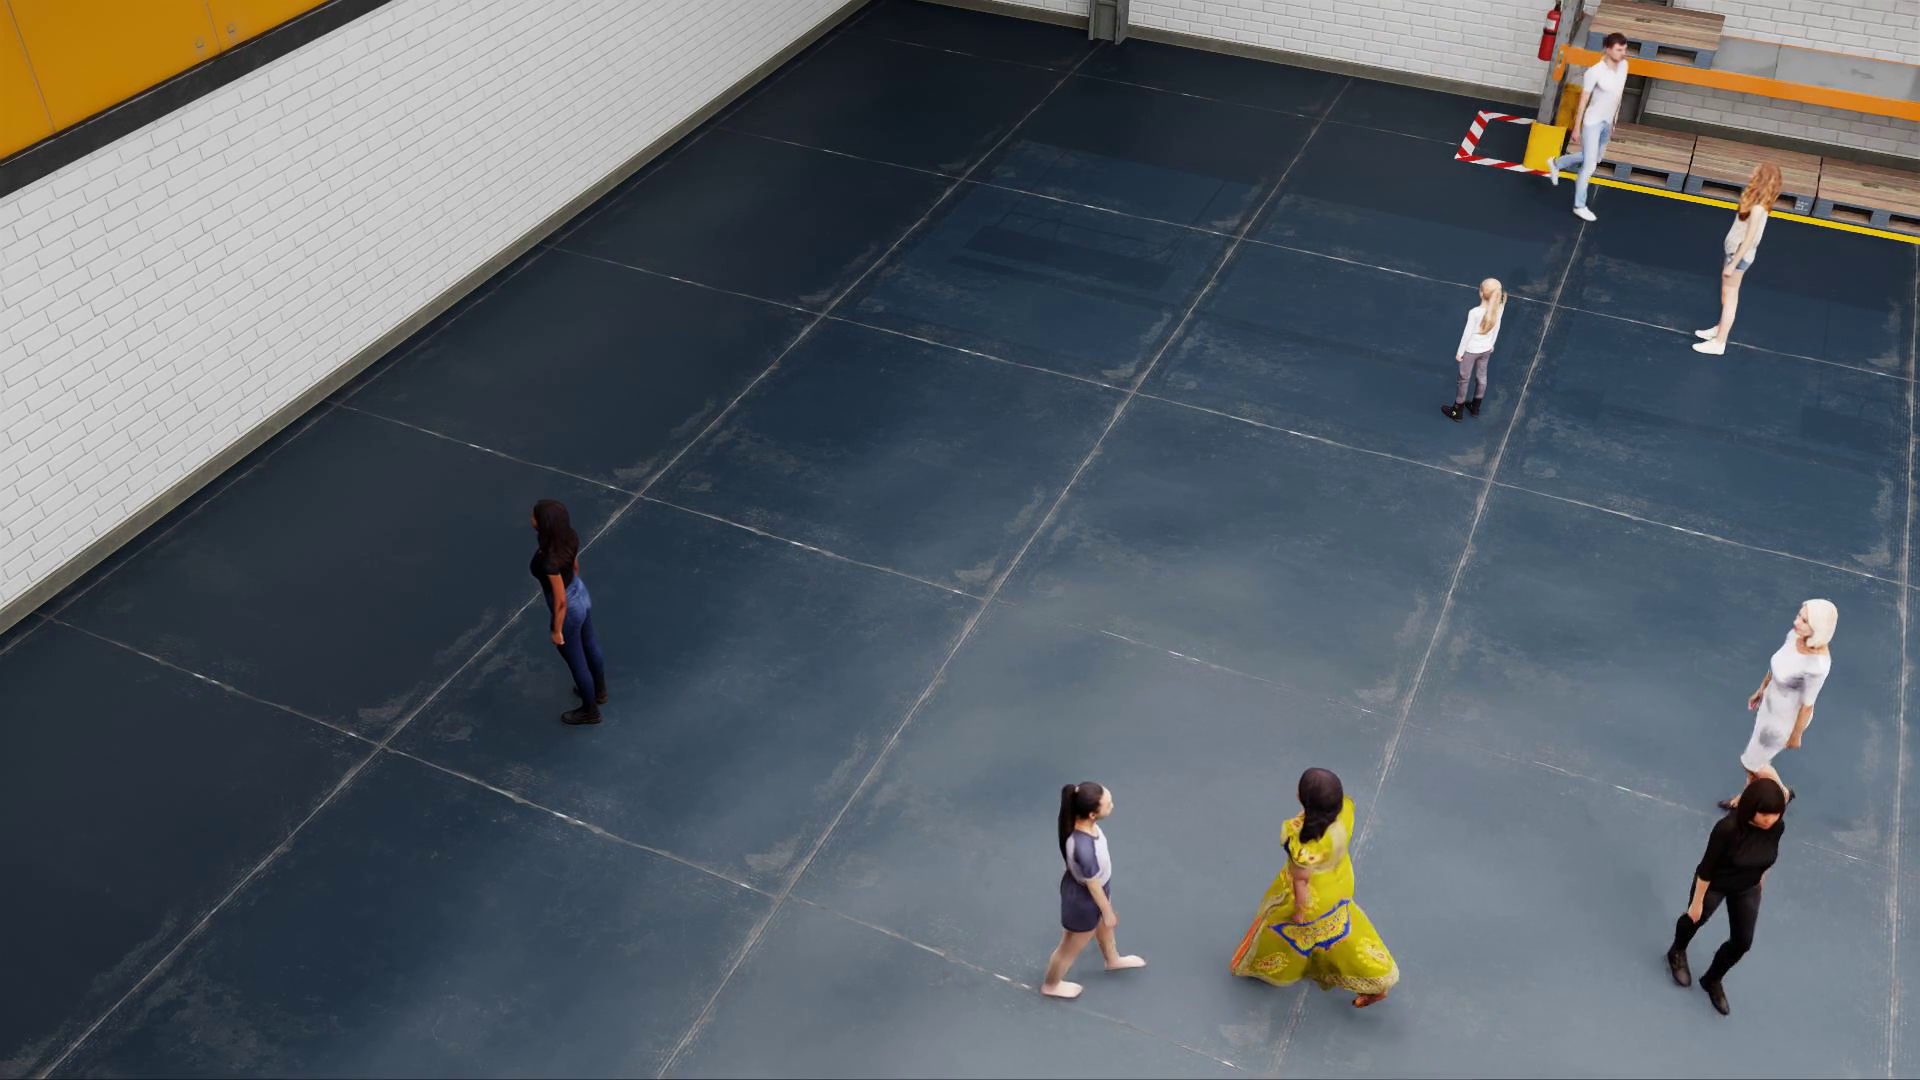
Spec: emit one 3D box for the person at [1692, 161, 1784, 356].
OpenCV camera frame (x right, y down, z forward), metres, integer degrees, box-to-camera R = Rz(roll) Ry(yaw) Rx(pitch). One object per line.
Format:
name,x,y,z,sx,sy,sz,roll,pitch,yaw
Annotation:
person,6.643,-2.395,14.145,0.508,1.759,0.570,18,42,21

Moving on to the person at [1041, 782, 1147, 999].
person,0.581,1.901,8.868,0.931,1.631,0.799,0,39,0

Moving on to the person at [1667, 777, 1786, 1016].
person,4.102,1.806,8.993,0.765,1.623,0.820,-3,39,-3

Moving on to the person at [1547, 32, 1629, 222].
person,6.128,-4.077,16.196,0.987,1.827,1.149,-21,43,-24

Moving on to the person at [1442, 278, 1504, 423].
person,4.189,-1.547,13.468,0.579,1.279,0.640,-13,40,-15

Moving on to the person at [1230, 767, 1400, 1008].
person,1.957,1.897,8.877,1.175,1.626,0.926,29,47,31

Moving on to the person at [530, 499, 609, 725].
person,-2.480,0.454,10.593,0.612,1.739,0.627,5,39,7

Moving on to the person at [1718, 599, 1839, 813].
person,4.966,1.024,9.879,0.745,1.739,0.680,3,39,4
